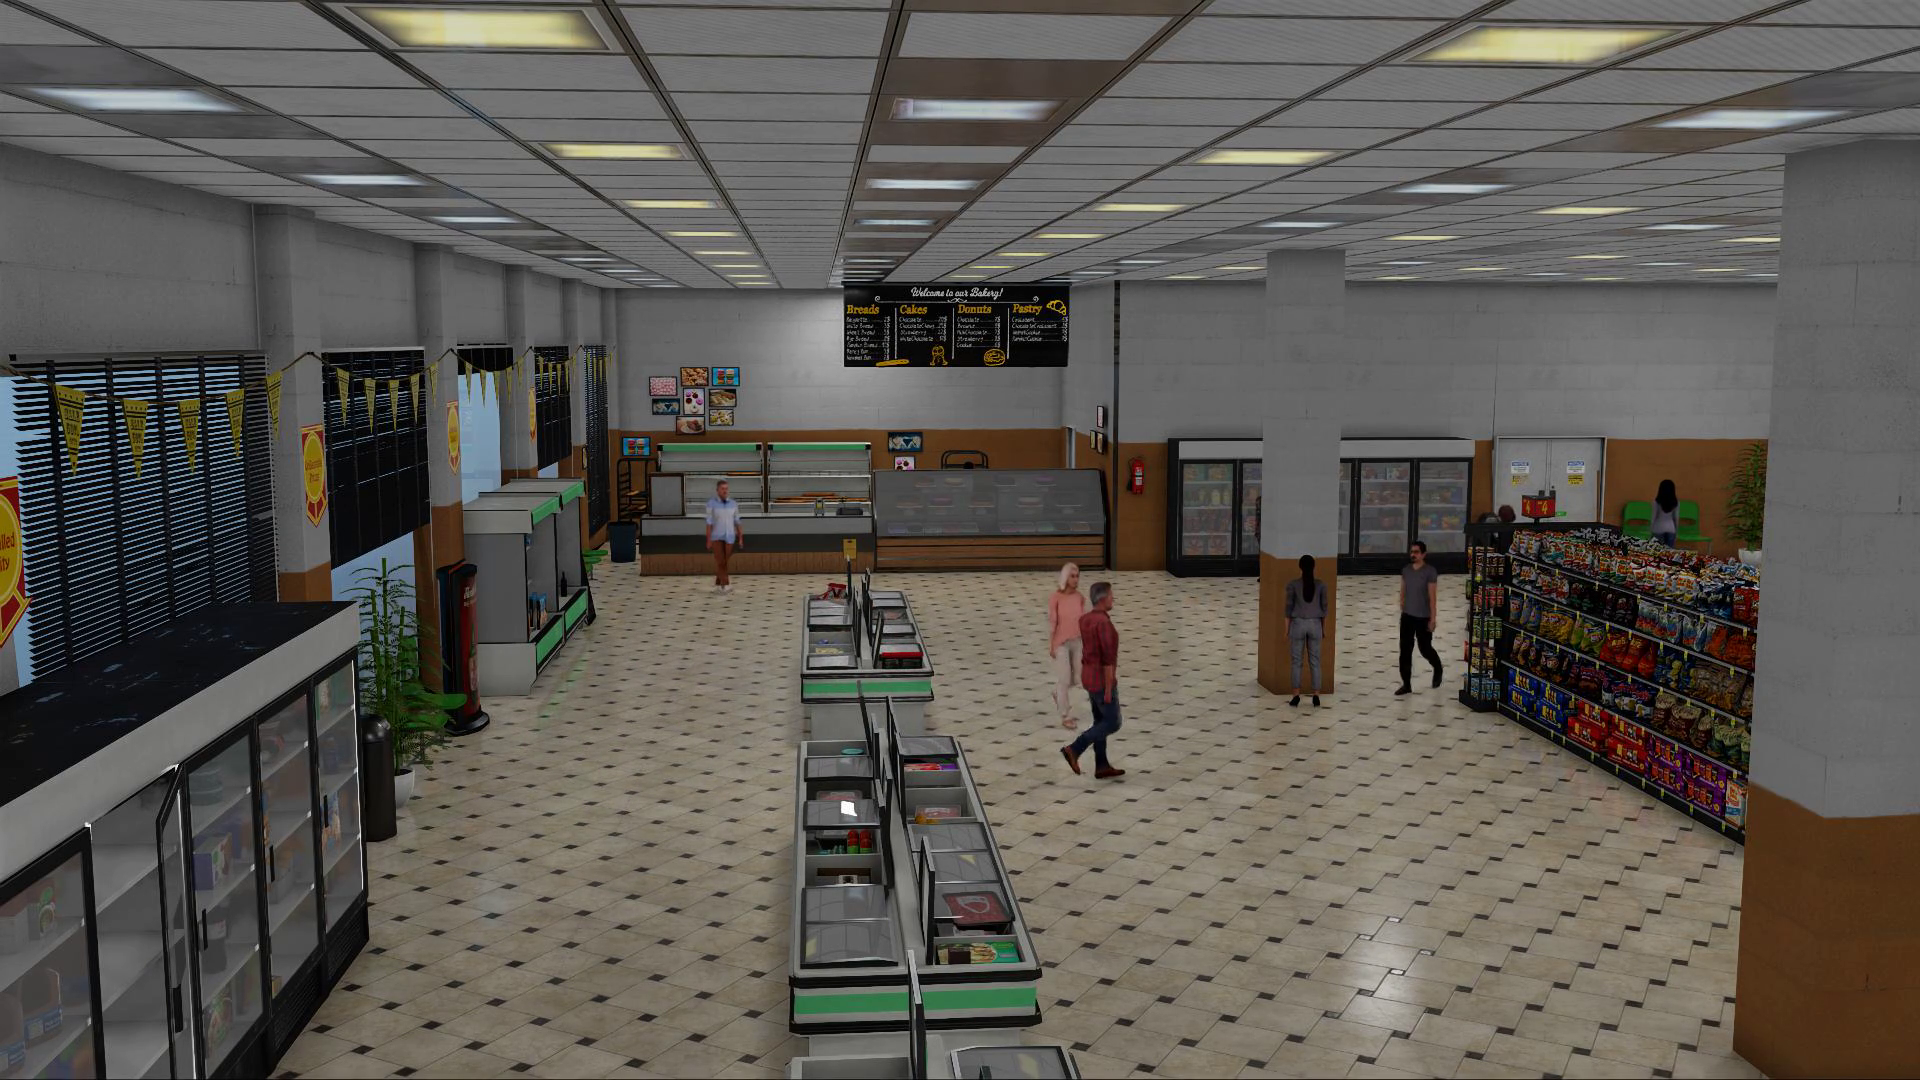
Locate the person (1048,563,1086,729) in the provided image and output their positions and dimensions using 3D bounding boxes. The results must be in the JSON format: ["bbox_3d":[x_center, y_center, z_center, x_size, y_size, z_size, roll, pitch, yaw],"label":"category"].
[{"bbox_3d":[1.058,1.077,17.297,0.779,1.711,0.908,-4,8,-29],"label":"person"}]

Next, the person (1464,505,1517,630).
[{"bbox_3d":[7.122,0.448,22.125,1.191,1.802,1.181,5,8,35],"label":"person"}]

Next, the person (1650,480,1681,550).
[{"bbox_3d":[11.485,-0.122,27.112,0.612,1.737,0.542,0,7,1],"label":"person"}]

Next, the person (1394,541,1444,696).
[{"bbox_3d":[5.223,0.876,18.843,0.964,1.739,1.000,7,10,44],"label":"person"}]

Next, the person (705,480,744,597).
[{"bbox_3d":[-3.761,-0.024,26.081,1.016,1.790,1.194,-4,8,-32],"label":"person"}]

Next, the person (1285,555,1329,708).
[{"bbox_3d":[3.776,0.990,18.161,0.650,1.678,0.631,0,7,4],"label":"person"}]

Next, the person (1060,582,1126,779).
[{"bbox_3d":[1.196,1.294,15.074,0.887,1.815,0.926,-2,7,-19],"label":"person"}]
